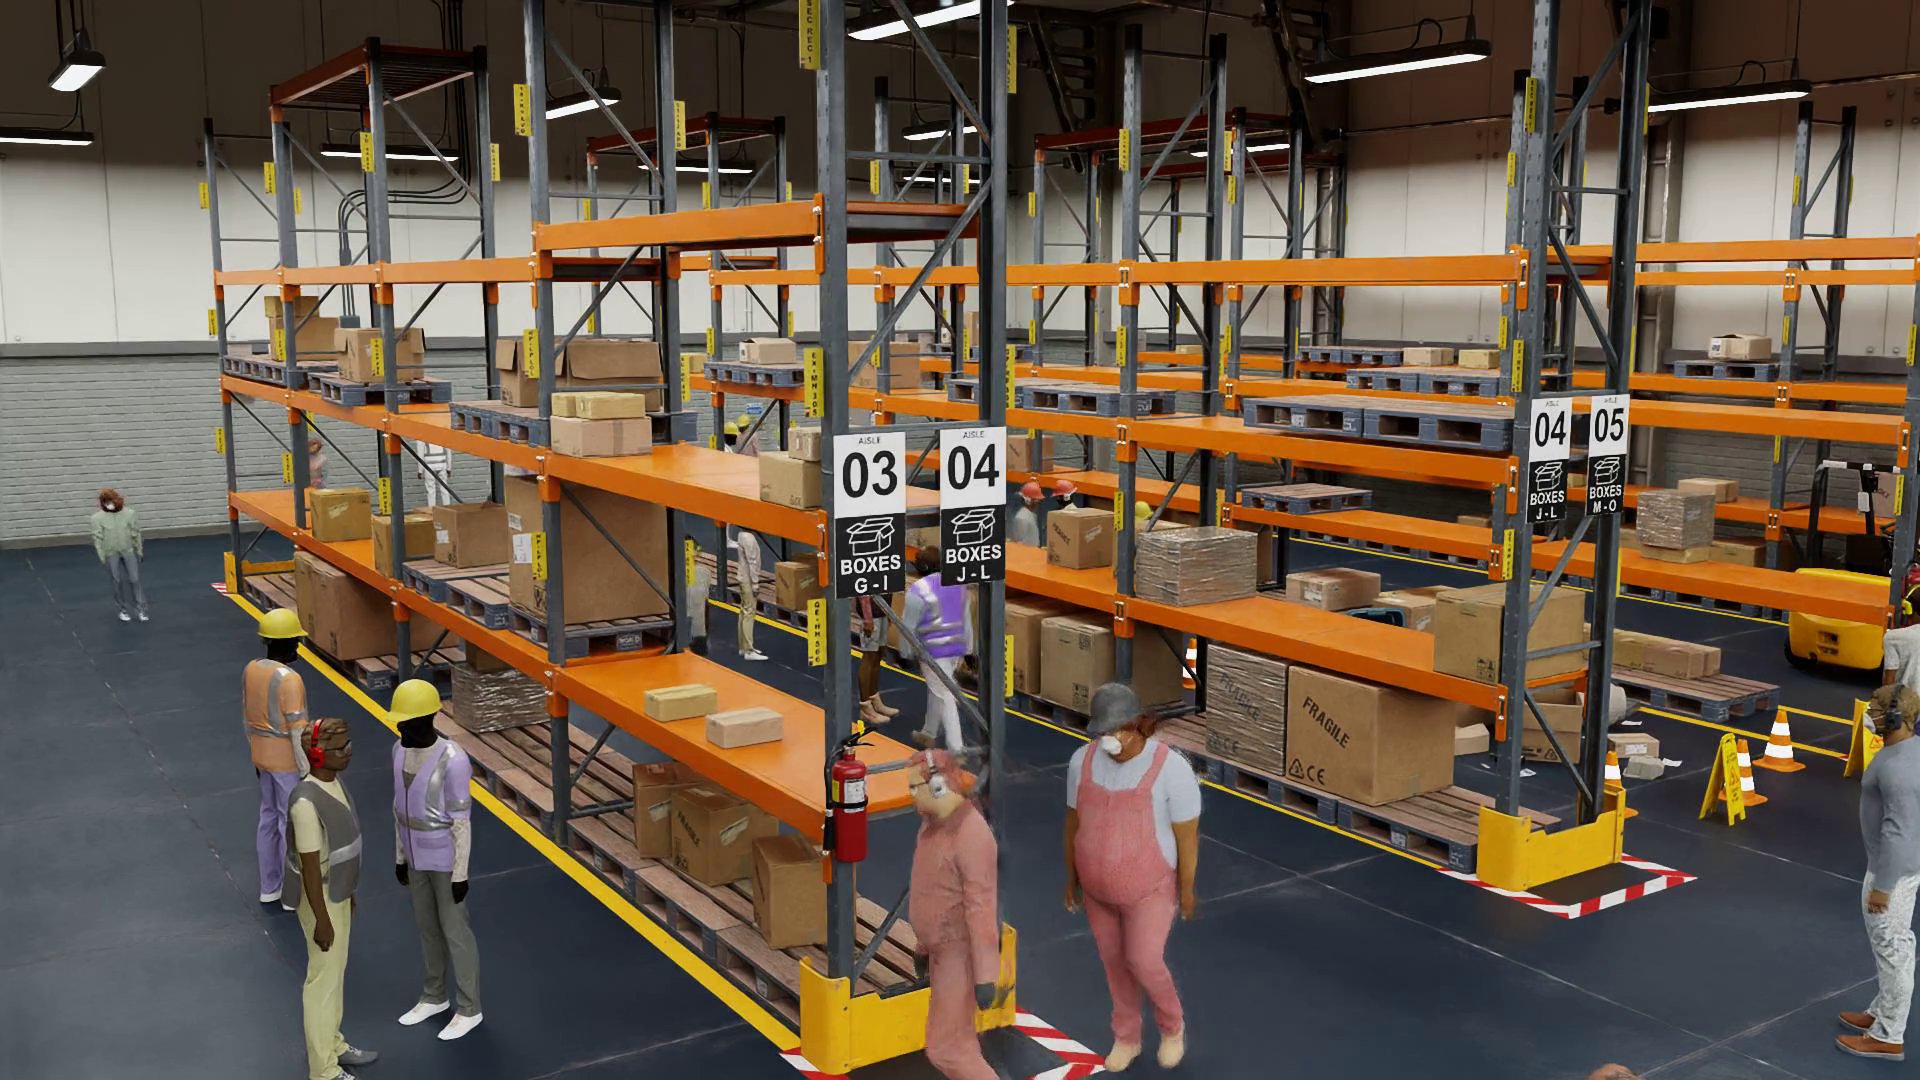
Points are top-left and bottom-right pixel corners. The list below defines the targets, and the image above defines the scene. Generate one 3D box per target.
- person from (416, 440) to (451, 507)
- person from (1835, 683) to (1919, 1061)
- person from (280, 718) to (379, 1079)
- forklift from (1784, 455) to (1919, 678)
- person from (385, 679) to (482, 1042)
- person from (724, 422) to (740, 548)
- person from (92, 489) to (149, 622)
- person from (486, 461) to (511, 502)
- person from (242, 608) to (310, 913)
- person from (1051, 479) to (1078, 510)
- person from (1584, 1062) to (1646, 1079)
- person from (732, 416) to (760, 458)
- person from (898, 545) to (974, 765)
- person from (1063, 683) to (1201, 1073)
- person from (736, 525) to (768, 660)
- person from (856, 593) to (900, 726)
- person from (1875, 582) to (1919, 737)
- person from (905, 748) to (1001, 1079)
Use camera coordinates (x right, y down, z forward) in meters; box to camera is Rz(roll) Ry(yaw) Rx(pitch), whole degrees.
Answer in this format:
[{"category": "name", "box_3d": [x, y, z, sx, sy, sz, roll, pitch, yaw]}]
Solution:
[{"category": "person", "box_3d": [-8.790, -1.190, 27.814, 0.575, 1.882, 0.361, -6, 11, -37]}, {"category": "person", "box_3d": [4.745, 1.682, 8.500, 0.379, 1.940, 0.629, 6, 10, 34]}, {"category": "person", "box_3d": [-3.116, 1.776, 8.176, 0.390, 1.847, 0.562, -2, 9, -10]}, {"category": "forklift", "box_3d": [9.643, 0.253, 17.172, 2.313, 2.155, 1.214, -6, 10, -33]}, {"category": "person", "box_3d": [-2.782, 1.661, 8.727, 0.585, 1.918, 0.410, 6, 11, 36]}, {"category": "person", "box_3d": [-3.533, -0.848, 25.385, 0.382, 1.924, 0.594, -1, 9, -5]}, {"category": "person", "box_3d": [-9.858, 0.197, 19.534, 0.525, 1.594, 0.679, -6, 10, -34]}, {"category": "person", "box_3d": [-7.207, -0.799, 25.696, 0.689, 1.723, 0.596, 0, 9, 2]}, {"category": "person", "box_3d": [-4.275, 1.383, 10.531, 0.595, 1.925, 0.375, 6, 11, 37]}, {"category": "person", "box_3d": [1.217, 0.167, 19.214, 0.334, 1.748, 0.561, 0, 9, 2]}, {"category": "person", "box_3d": [1.914, 2.359, 4.995, 0.513, 1.638, 0.307, -2, 9, -16]}, {"category": "person", "box_3d": [-3.801, -1.356, 29.522, 0.596, 1.697, 0.952, 5, 10, 30]}, {"category": "person", "box_3d": [-0.245, 0.943, 13.910, 0.925, 1.793, 0.623, 8, 12, 43]}, {"category": "person", "box_3d": [0.818, 1.665, 8.277, 0.698, 2.000, 0.542, 6, 10, 33]}, {"category": "person", "box_3d": [-2.226, 0.457, 17.671, 0.282, 1.633, 0.500, -3, 9, -19]}, {"category": "person", "box_3d": [-0.748, 0.643, 15.074, 0.371, 2.044, 0.607, 2, 9, 14]}, {"category": "person", "box_3d": [6.737, 1.222, 11.776, 0.513, 1.876, 0.328, 0, 9, 2]}, {"category": "person", "box_3d": [-0.020, 1.867, 7.505, 0.459, 1.870, 0.681, -2, 9, -14]}]
